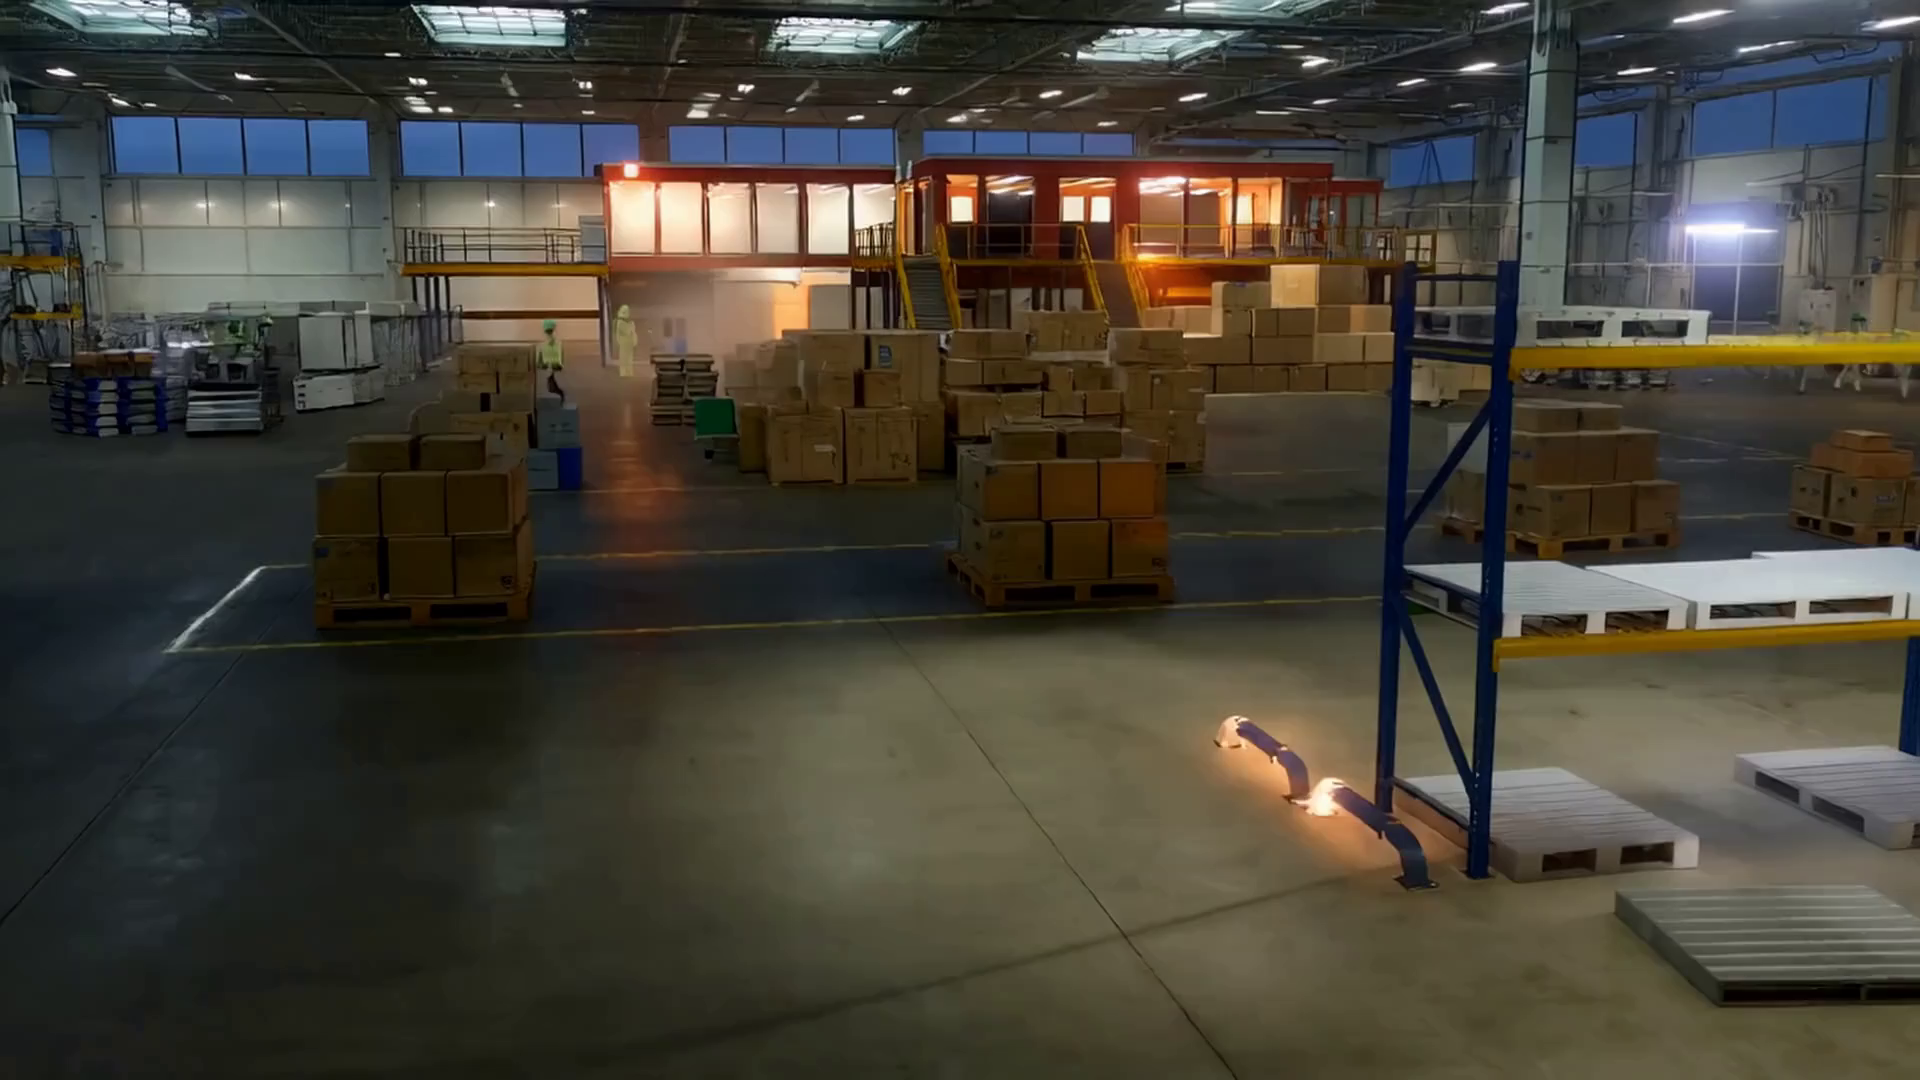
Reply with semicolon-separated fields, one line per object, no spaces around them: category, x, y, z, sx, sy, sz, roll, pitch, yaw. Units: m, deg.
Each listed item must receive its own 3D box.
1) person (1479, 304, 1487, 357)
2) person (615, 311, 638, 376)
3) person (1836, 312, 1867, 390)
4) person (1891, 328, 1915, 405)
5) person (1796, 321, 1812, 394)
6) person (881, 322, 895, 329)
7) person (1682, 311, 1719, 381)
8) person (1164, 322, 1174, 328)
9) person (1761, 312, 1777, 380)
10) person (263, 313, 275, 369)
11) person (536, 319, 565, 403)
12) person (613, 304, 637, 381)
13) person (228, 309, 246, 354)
person;14.300;-5.467;45.655;0.395;1.987;0.622;0;9;-3
person;-9.120;-5.408;45.612;0.601;1.873;0.987;-5;11;-28
person;21.994;-4.661;41.015;0.554;1.913;0.831;-1;9;-4
person;20.714;-3.799;36.425;0.471;1.687;0.543;-4;10;-22
person;20.254;-4.391;39.869;0.531;1.736;0.778;7;12;38
person;-1.580;-3.223;32.044;1.012;1.985;0.645;6;11;32
person;19.343;-5.029;43.373;0.928;1.864;0.625;3;10;16
person;4.369;-3.702;35.343;0.554;1.838;0.859;-4;10;-26
person;21.411;-5.097;43.932;0.435;1.817;0.659;6;11;34
person;-19.067;-5.400;45.966;0.347;1.759;0.521;-7;12;-38
person;-8.876;-3.837;36.075;0.555;1.885;1.027;4;10;23
person;-8.850;-5.248;44.166;0.536;2.000;0.672;-8;12;-41
person;-19.966;-5.452;45.959;0.603;1.856;0.537;2;9;10
